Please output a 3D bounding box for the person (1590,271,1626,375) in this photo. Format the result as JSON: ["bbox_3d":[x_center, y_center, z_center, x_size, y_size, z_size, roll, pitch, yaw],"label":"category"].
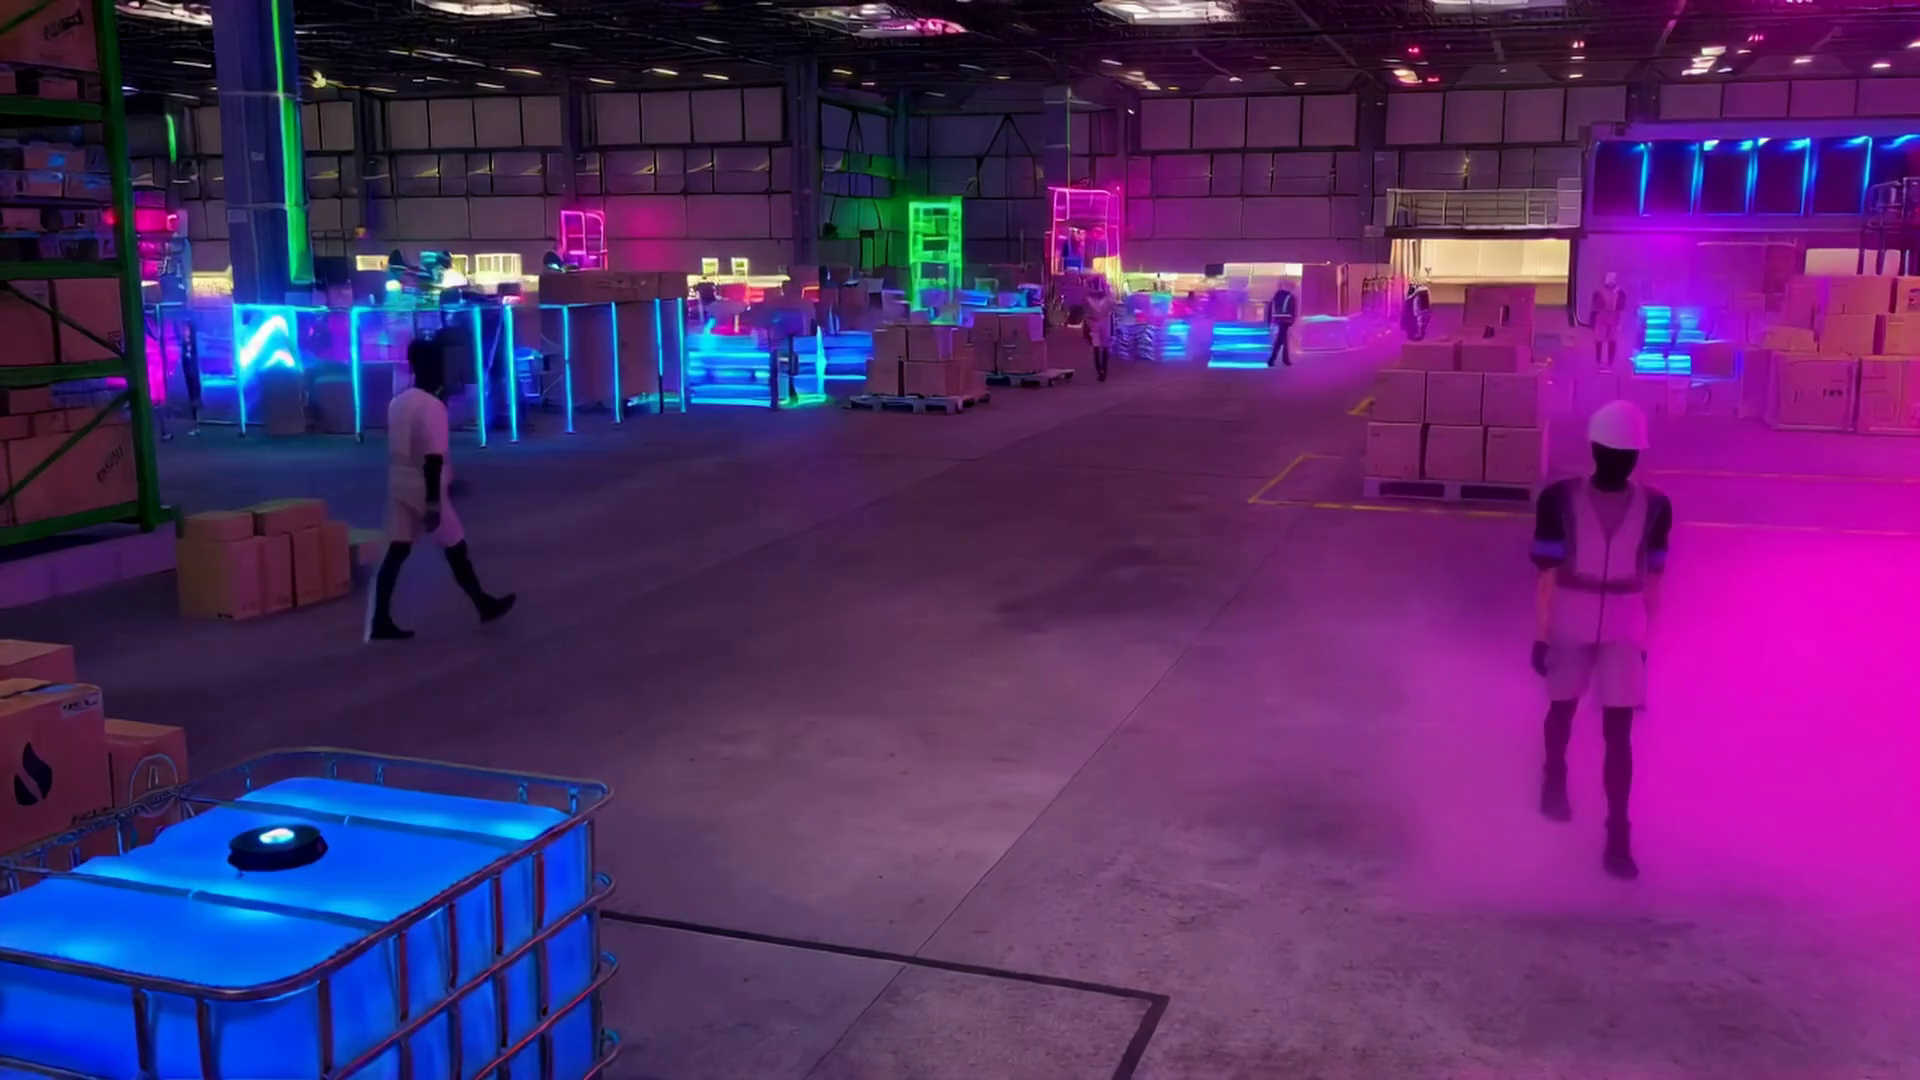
[{"bbox_3d":[12.606,-4.232,32.383,0.626,2.014,1.000,3,11,17],"label":"person"}]

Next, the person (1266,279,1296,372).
[{"bbox_3d":[6.391,-4.288,33.207,0.937,1.839,0.622,-7,12,-34],"label":"person"}]

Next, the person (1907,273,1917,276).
[{"bbox_3d":[19.864,-4.650,34.974,0.606,1.913,0.482,-4,11,-22],"label":"person"}]

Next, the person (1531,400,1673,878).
[{"bbox_3d":[2.635,0.355,6.900,0.549,1.891,1.011,2,10,12],"label":"person"}]

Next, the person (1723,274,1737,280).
[{"bbox_3d":[27.341,-8.910,59.060,0.664,1.869,0.860,-4,11,-20],"label":"person"}]

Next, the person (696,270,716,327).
[{"bbox_3d":[-6.539,-6.035,42.958,0.520,1.855,0.702,1,10,3],"label":"person"}]

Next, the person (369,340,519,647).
[{"bbox_3d":[-3.349,-0.308,10.550,0.624,1.897,1.054,8,13,39],"label":"person"}]

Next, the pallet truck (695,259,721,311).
[{"bbox_3d":[-9.165,-9.627,62.776,0.823,1.965,1.885,4,11,23],"label":"pallet truck"}]

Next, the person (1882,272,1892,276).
[{"bbox_3d":[19.803,-4.788,35.749,0.664,1.910,0.627,-2,10,-12],"label":"person"}]

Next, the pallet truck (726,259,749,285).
[{"bbox_3d":[-7.986,-9.493,62.019,0.823,1.965,1.885,3,11,17],"label":"pallet truck"}]

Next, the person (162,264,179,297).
[{"bbox_3d":[-28.629,-9.096,60.290,0.606,1.814,0.631,3,11,19],"label":"person"}]

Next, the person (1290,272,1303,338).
[{"bbox_3d":[9.044,-6.301,44.685,0.300,1.772,0.532,5,11,26],"label":"person"}]

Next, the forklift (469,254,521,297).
[{"bbox_3d":[-17.990,-10.121,64.684,1.157,1.987,2.680,3,11,17],"label":"forklift"}]

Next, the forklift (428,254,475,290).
[{"bbox_3d":[-20.133,-10.254,65.465,1.157,1.987,2.680,3,11,19],"label":"forklift"}]

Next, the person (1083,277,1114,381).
[{"bbox_3d":[2.557,-3.882,30.674,0.578,1.908,0.421,0,10,2],"label":"person"}]

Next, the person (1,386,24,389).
[{"bbox_3d":[-12.177,-2.116,21.332,0.461,1.679,0.560,4,11,24],"label":"person"}]

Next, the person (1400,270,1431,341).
[{"bbox_3d":[8.359,-3.931,30.576,0.536,2.000,0.676,0,10,1],"label":"person"}]
